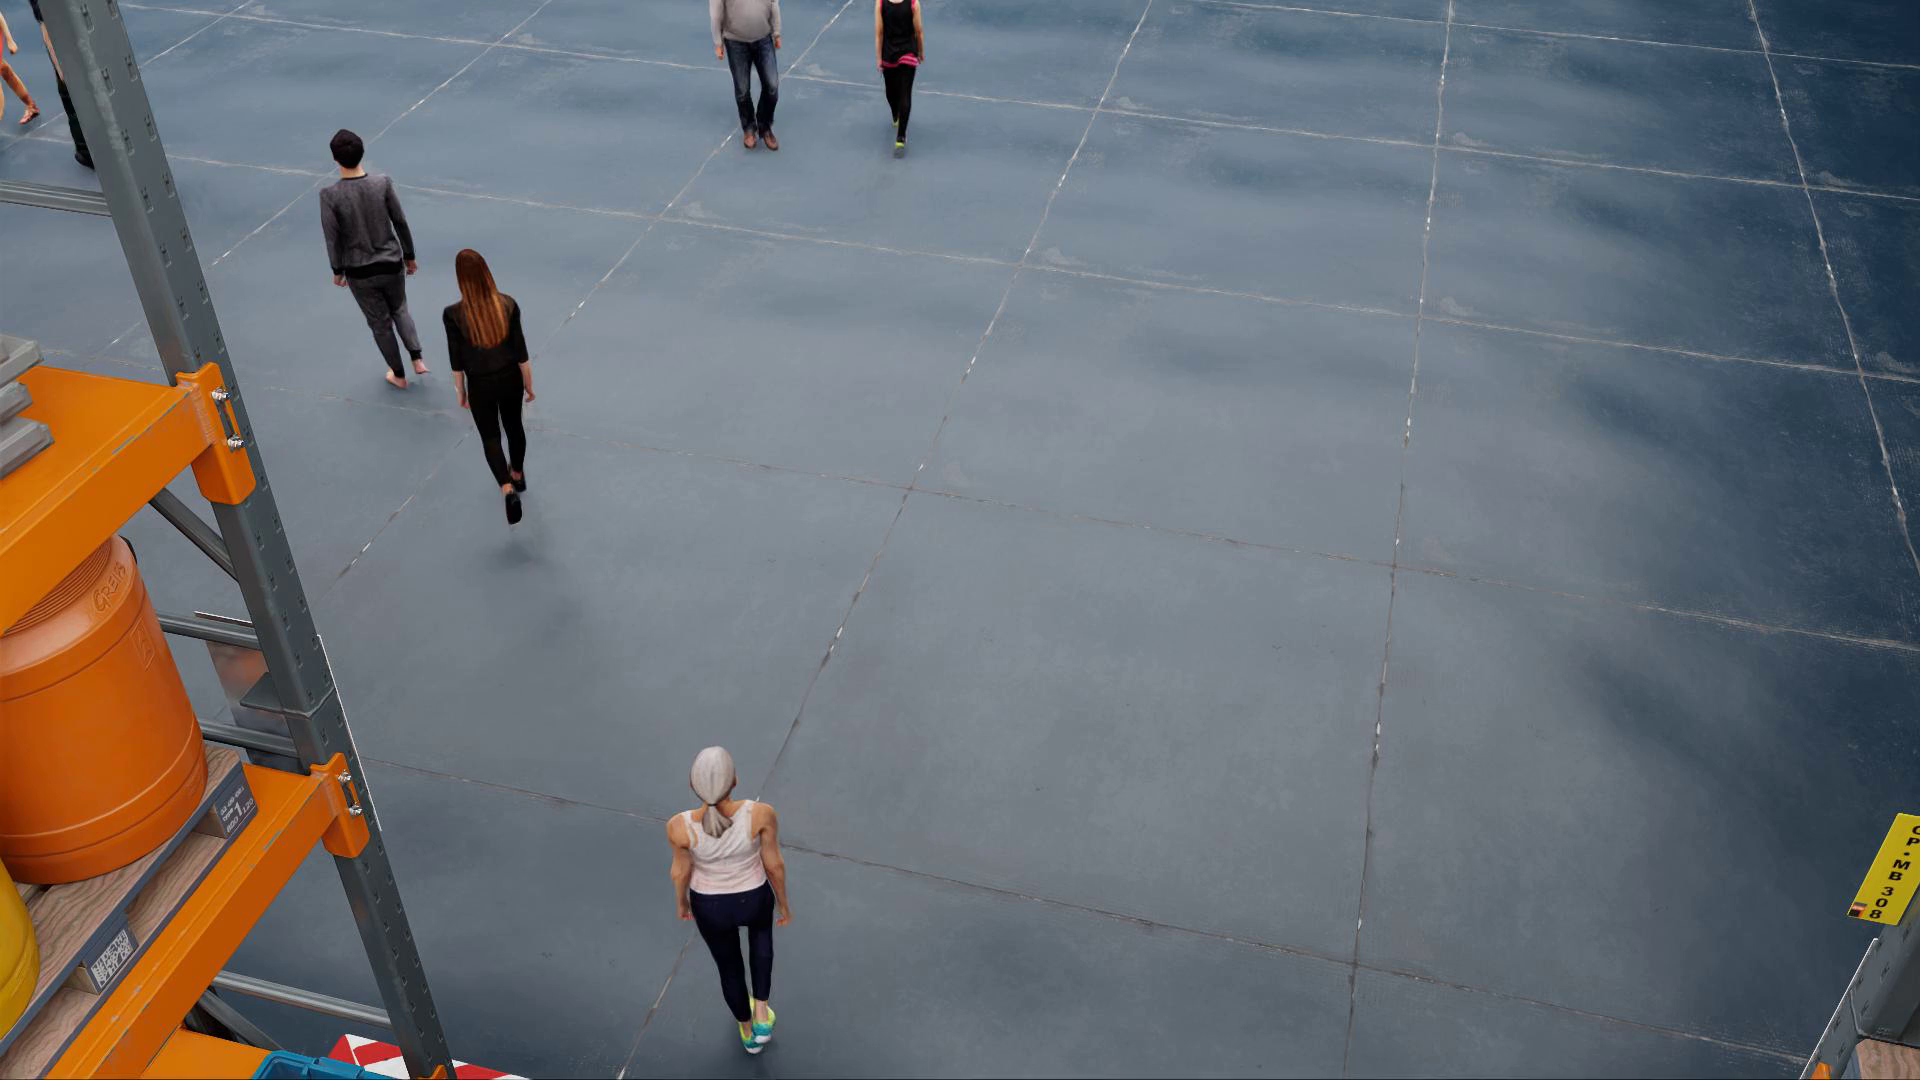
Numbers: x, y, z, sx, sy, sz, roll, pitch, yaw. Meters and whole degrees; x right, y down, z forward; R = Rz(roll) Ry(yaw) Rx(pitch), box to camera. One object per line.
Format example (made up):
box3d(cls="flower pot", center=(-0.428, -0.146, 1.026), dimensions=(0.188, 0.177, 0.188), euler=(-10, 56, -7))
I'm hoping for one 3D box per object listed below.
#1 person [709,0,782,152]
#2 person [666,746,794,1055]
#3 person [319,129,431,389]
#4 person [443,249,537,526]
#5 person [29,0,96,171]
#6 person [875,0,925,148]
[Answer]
box3d(cls="person", center=(-1.789, -4.226, 13.939), dimensions=(0.879, 1.891, 0.887), euler=(-9, 39, -12))
box3d(cls="person", center=(-0.907, 1.548, 6.717), dimensions=(0.736, 1.695, 0.765), euler=(-7, 39, -9))
box3d(cls="person", center=(-3.791, -1.757, 10.831), dimensions=(0.798, 1.831, 0.877), euler=(-25, 44, -28))
box3d(cls="person", center=(-2.725, -0.872, 9.815), dimensions=(0.979, 1.690, 1.086), euler=(-15, 40, -18))
box3d(cls="person", center=(-7.034, -3.817, 13.434), dimensions=(0.976, 1.869, 1.212), euler=(21, 43, 24))
box3d(cls="person", center=(-0.518, -4.059, 14.032), dimensions=(0.689, 1.514, 1.083), euler=(2, 38, 2))
